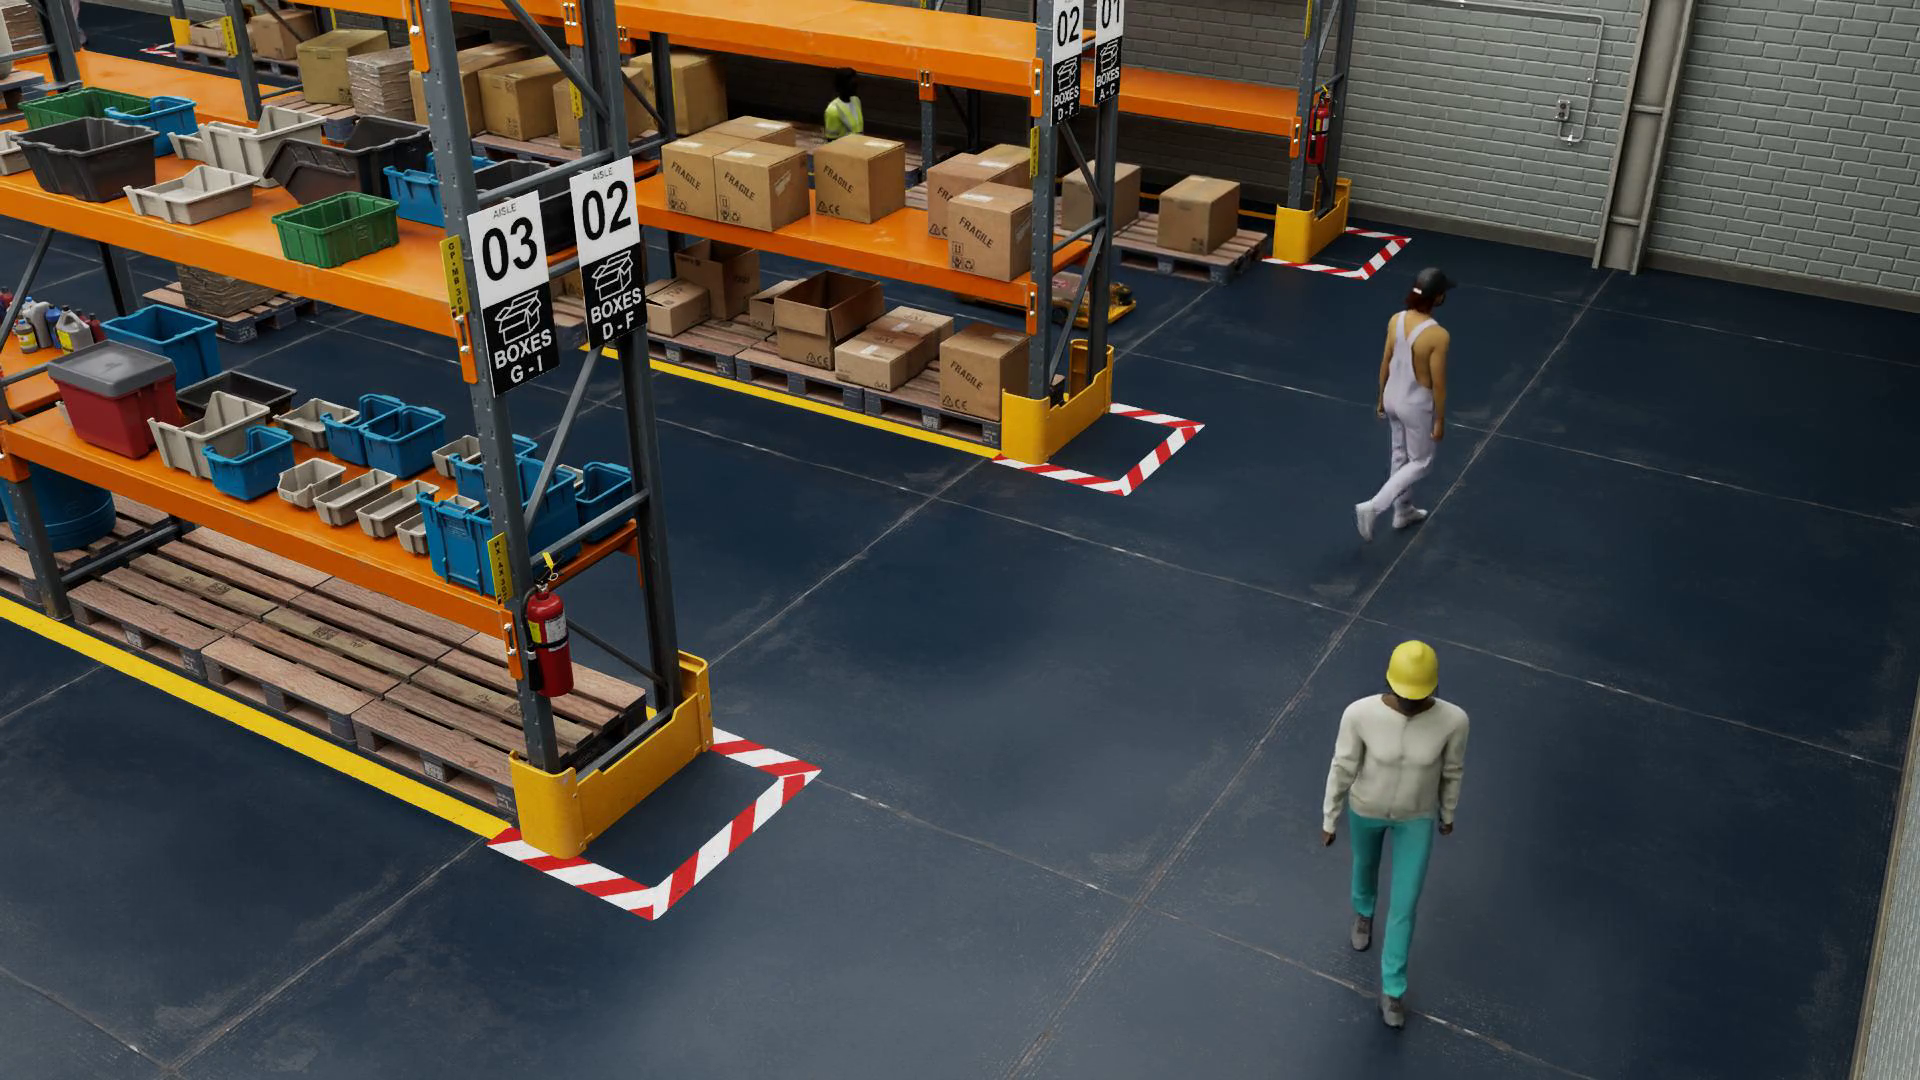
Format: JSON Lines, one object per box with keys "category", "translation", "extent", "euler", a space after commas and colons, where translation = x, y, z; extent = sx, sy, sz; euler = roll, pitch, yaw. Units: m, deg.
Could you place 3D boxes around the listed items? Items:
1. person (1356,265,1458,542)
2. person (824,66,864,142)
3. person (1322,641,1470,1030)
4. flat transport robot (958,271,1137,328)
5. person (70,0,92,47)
{"category": "person", "translation": [2.836, -0.842, 10.525], "extent": [0.691, 1.843, 0.525], "euler": [-18, 34, -29]}
{"category": "person", "translation": [-1.136, -3.656, 15.750], "extent": [0.764, 1.672, 0.531], "euler": [12, 31, 21]}
{"category": "person", "translation": [1.804, 1.193, 6.989], "extent": [0.552, 1.720, 0.878], "euler": [7, 30, 12]}
{"category": "flat transport robot", "translation": [0.754, -2.137, 14.469], "extent": [1.431, 0.231, 0.659], "euler": [17, 34, 28]}
{"category": "person", "translation": [-12.156, -7.524, 22.571], "extent": [0.574, 1.790, 0.953], "euler": [-2, 29, -3]}
